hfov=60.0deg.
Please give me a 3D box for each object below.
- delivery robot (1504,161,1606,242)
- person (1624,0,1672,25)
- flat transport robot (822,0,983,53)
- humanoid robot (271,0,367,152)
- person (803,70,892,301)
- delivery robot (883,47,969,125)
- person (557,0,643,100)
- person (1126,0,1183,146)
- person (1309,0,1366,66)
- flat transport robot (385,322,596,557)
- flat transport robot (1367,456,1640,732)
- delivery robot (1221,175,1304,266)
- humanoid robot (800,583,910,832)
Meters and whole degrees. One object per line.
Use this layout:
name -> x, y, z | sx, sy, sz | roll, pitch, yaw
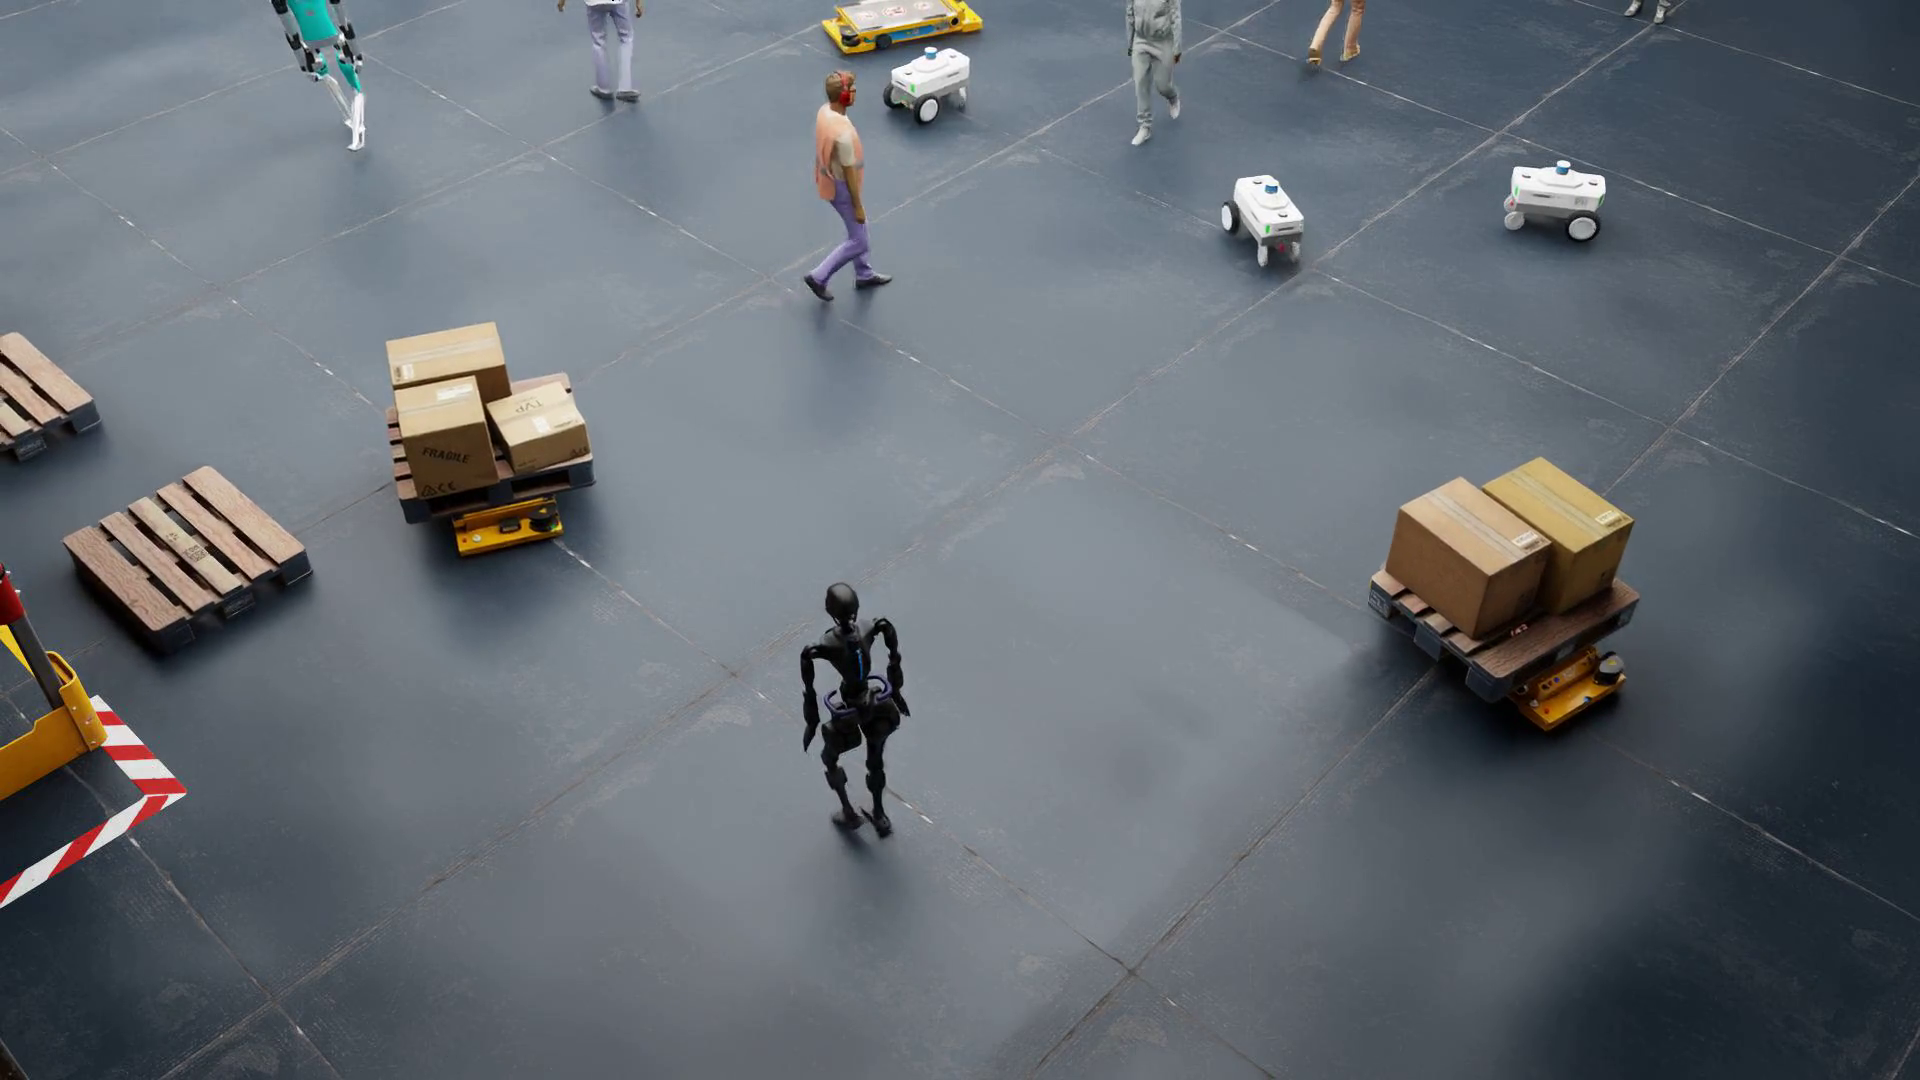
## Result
delivery robot -> 4.811, -2.753, 13.381 | 0.794, 0.606, 0.499 | 9, 43, 10
person -> 6.797, -5.894, 15.912 | 0.566, 1.833, 0.394 | 21, 46, 22
flat transport robot -> -0.562, -5.045, 16.134 | 1.431, 0.231, 0.659 | -16, 44, -17
humanoid robot -> -5.330, -4.137, 14.020 | 0.569, 1.722, 0.944 | -11, 43, -12
person -> -0.845, -2.571, 12.218 | 0.680, 1.821, 0.597 | -11, 43, -11
delivery robot -> -0.279, -4.079, 14.859 | 0.783, 0.612, 0.523 | -30, 50, -29
person -> -3.181, -4.725, 14.619 | 0.750, 1.827, 0.417 | -5, 42, -6
person -> 1.662, -4.240, 14.158 | 0.539, 1.703, 0.593 | 20, 46, 21
person -> 3.545, -5.147, 15.157 | 0.477, 1.725, 0.710 | 29, 50, 29
flat transport robot -> -3.083, -0.466, 11.044 | 0.659, 0.231, 1.431 | -13, 44, -14
flat transport robot -> 3.198, 0.517, 9.951 | 0.659, 0.231, 1.431 | -24, 47, -24
delivery robot -> 2.426, -2.584, 13.198 | 0.499, 0.614, 0.790 | -10, 43, -11
humanoid robot -> -0.519, 0.882, 8.494 | 0.589, 1.637, 0.364 | -21, 46, -22
